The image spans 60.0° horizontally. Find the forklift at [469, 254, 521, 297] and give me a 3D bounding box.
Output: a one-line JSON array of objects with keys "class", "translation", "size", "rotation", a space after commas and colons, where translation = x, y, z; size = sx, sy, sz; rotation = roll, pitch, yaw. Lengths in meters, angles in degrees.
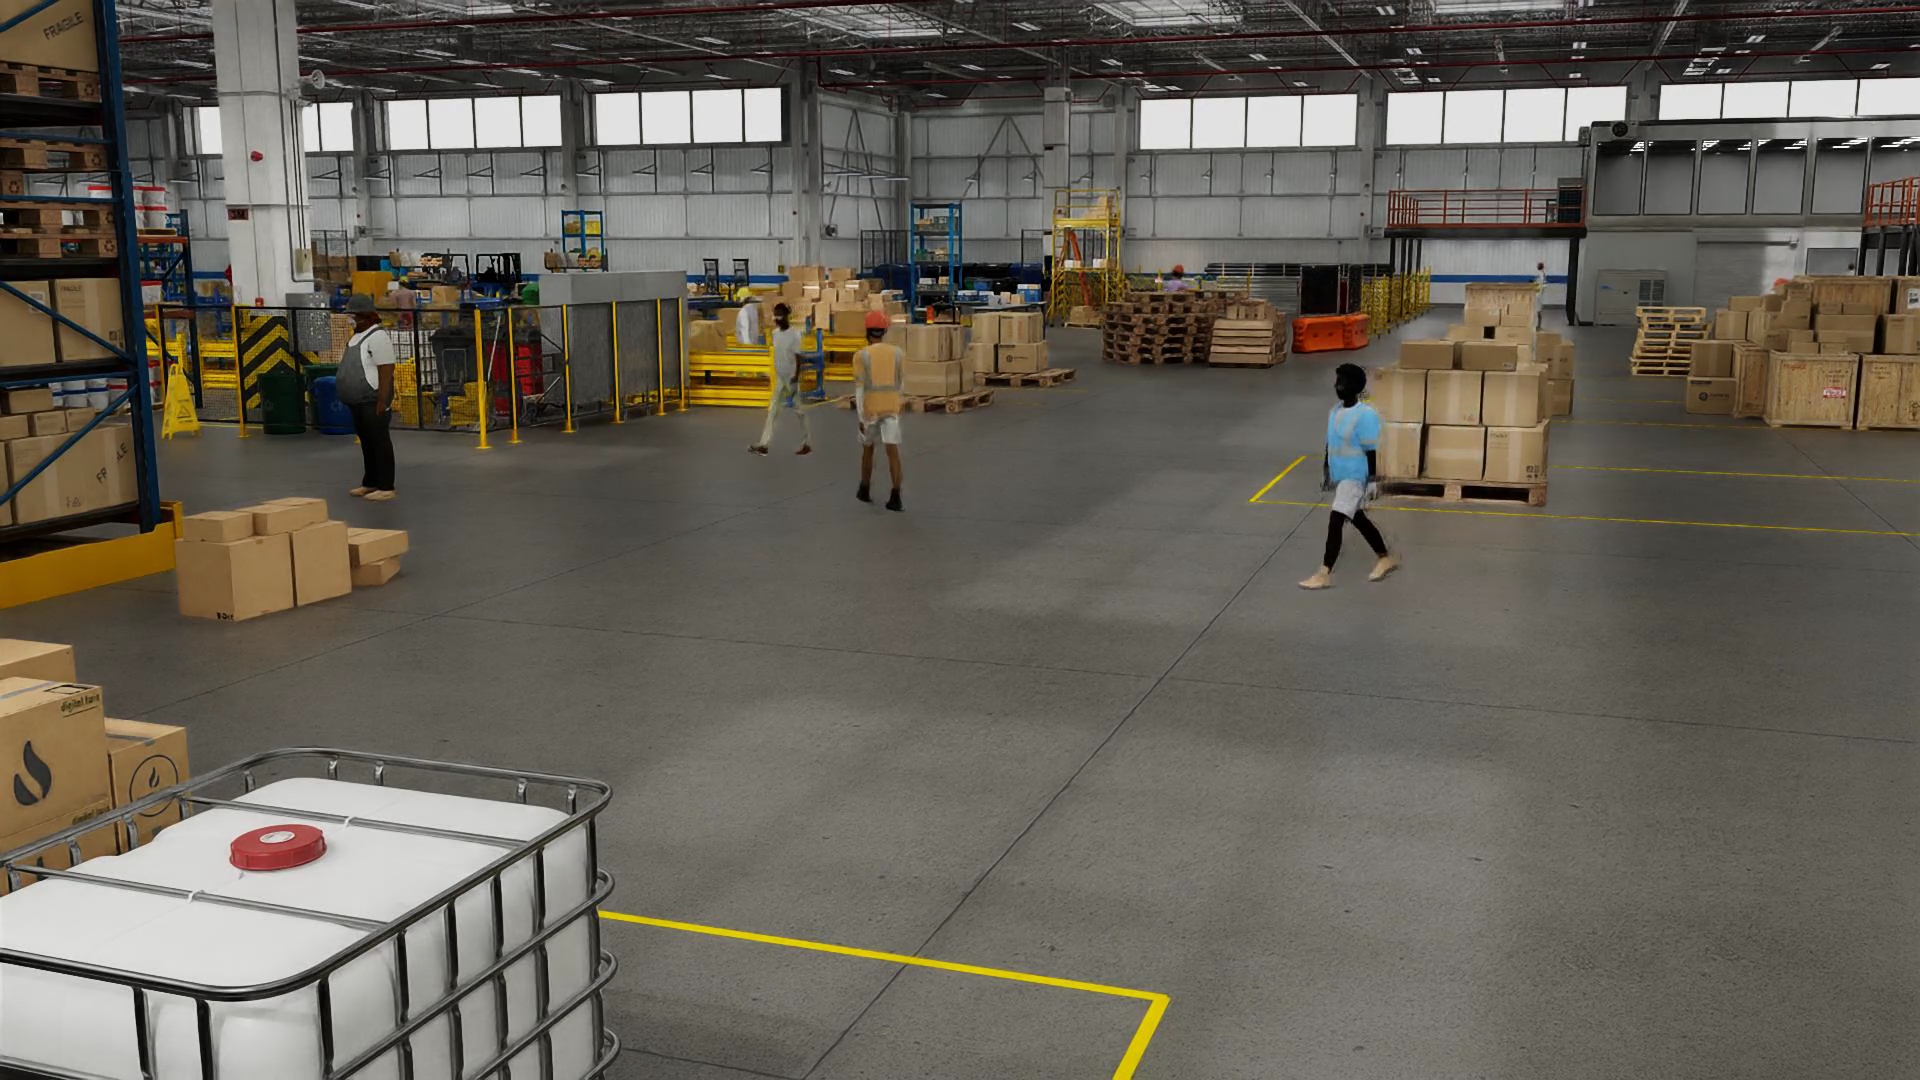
[{"class": "forklift", "translation": [-17.990, -10.121, 64.684], "size": [1.157, 1.987, 2.680], "rotation": [3, 11, 17]}]

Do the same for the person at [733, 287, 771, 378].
[{"class": "person", "translation": [-3.575, -3.416, 28.379], "size": [0.894, 1.803, 0.583], "rotation": [3, 11, 19]}]

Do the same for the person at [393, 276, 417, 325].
[{"class": "person", "translation": [-13.182, -5.383, 39.529], "size": [0.532, 1.765, 0.328], "rotation": [-3, 11, -18]}]

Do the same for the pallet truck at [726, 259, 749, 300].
[{"class": "pallet truck", "translation": [-7.986, -9.493, 62.019], "size": [0.823, 1.965, 1.885], "rotation": [3, 11, 17]}]

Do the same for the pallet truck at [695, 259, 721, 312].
[{"class": "pallet truck", "translation": [-9.165, -9.627, 62.776], "size": [0.823, 1.965, 1.885], "rotation": [4, 11, 23]}]

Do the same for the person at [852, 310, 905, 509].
[{"class": "person", "translation": [-0.772, -1.245, 15.911], "size": [0.542, 1.890, 1.018], "rotation": [-3, 11, -19]}]

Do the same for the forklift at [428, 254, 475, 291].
[{"class": "forklift", "translation": [-20.133, -10.254, 65.465], "size": [1.157, 1.987, 2.680], "rotation": [3, 11, 19]}]

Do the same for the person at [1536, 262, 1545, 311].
[{"class": "person", "translation": [21.913, -9.553, 62.799], "size": [0.343, 1.857, 0.734], "rotation": [3, 10, 14]}]

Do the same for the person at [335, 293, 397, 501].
[{"class": "person", "translation": [-5.846, -1.403, 16.336], "size": [0.537, 2.000, 0.688], "rotation": [-8, 13, -39]}]

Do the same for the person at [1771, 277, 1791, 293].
[{"class": "person", "translation": [13.143, -3.213, 26.664], "size": [0.613, 1.994, 0.388], "rotation": [-10, 14, -44]}]

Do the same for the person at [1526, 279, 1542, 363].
[{"class": "person", "translation": [11.059, -4.143, 32.319], "size": [0.866, 1.842, 0.521], "rotation": [-7, 12, -36]}]

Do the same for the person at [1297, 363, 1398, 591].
[{"class": "person", "translation": [2.896, -0.472, 12.173], "size": [0.860, 1.665, 0.542], "rotation": [-3, 11, -17]}]

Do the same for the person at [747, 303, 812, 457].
[{"class": "person", "translation": [-2.088, -1.872, 19.618], "size": [0.524, 1.813, 0.980], "rotation": [7, 12, 36]}]

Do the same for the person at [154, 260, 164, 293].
[{"class": "person", "translation": [-33.883, -10.906, 70.399], "size": [0.389, 1.848, 0.563], "rotation": [0, 10, 1]}]

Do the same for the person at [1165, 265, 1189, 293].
[{"class": "person", "translation": [5.227, -5.519, 39.553], "size": [0.628, 2.020, 0.671], "rotation": [9, 13, 41]}]
